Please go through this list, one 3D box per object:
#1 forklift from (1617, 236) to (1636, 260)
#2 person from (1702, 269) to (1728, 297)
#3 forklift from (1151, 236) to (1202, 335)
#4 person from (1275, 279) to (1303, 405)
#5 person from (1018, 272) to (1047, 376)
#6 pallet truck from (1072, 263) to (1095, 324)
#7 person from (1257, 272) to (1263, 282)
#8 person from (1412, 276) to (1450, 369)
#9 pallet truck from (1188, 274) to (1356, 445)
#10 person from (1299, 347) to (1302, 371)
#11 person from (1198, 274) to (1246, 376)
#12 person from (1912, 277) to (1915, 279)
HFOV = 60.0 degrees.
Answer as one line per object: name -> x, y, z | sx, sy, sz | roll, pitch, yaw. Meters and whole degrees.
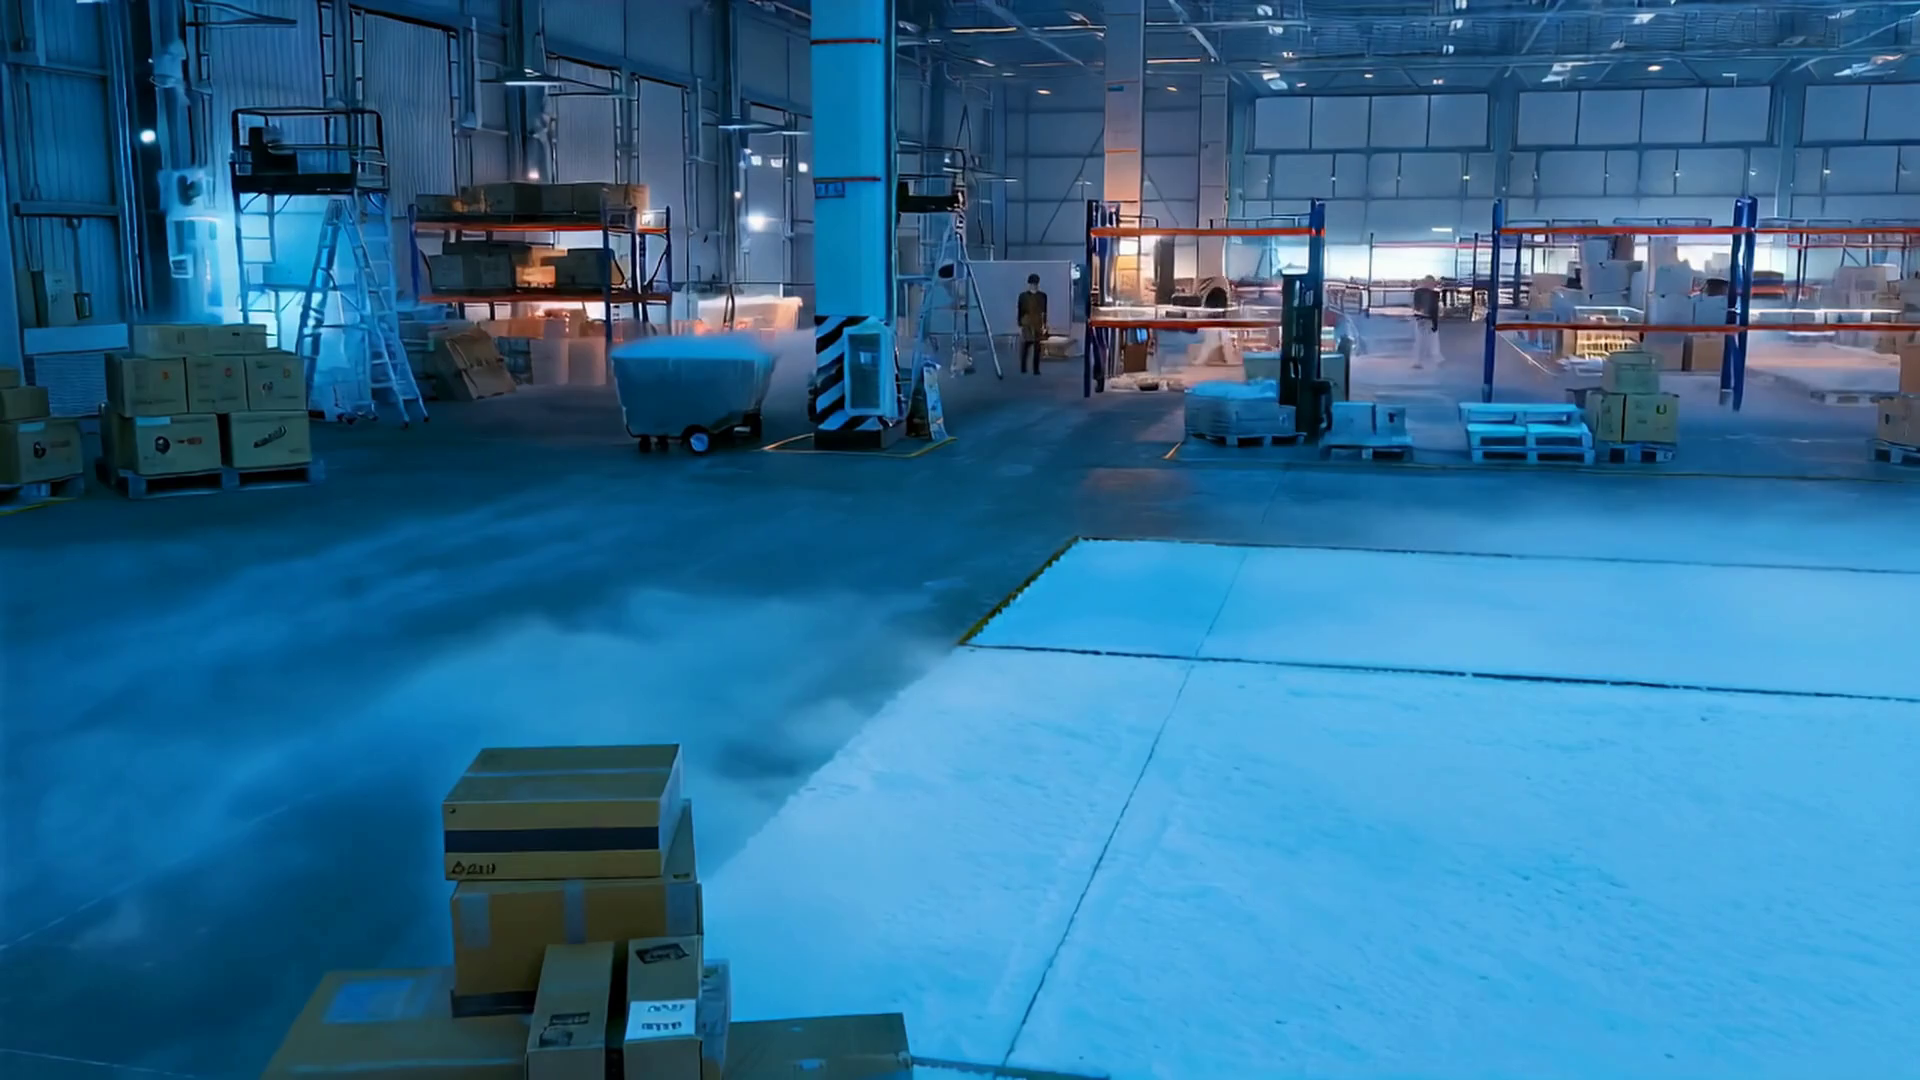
forklift -> 20.445, -7.957, 51.256 | 1.873, 2.768, 1.129 | 5, 11, 29
person -> 19.315, -5.984, 42.591 | 0.641, 1.892, 0.991 | 6, 11, 30
forklift -> 5.866, -7.214, 46.878 | 1.873, 2.768, 1.129 | 2, 10, 14
person -> 4.798, -2.865, 24.217 | 0.538, 1.875, 0.657 | 7, 12, 36
person -> 1.332, -4.008, 30.850 | 0.555, 1.914, 0.768 | -2, 10, -9
pallet truck -> 4.325, -8.180, 55.162 | 0.823, 1.965, 1.885 | 6, 11, 31
person -> 10.740, -8.734, 59.398 | 0.482, 1.667, 0.564 | 3, 10, 15
person -> 9.216, -4.246, 32.566 | 0.918, 1.799, 0.659 | -6, 11, -32
pallet truck -> 3.653, -2.138, 19.590 | 1.885, 1.965, 0.823 | -4, 10, -20
person -> 6.625, -4.100, 31.917 | 0.323, 1.735, 0.490 | 6, 11, 30
person -> 4.637, -3.795, 29.690 | 1.041, 1.878, 0.646 | -4, 10, -23
person -> 28.685, -7.252, 49.827 | 0.619, 1.964, 0.897 | -1, 10, -6
